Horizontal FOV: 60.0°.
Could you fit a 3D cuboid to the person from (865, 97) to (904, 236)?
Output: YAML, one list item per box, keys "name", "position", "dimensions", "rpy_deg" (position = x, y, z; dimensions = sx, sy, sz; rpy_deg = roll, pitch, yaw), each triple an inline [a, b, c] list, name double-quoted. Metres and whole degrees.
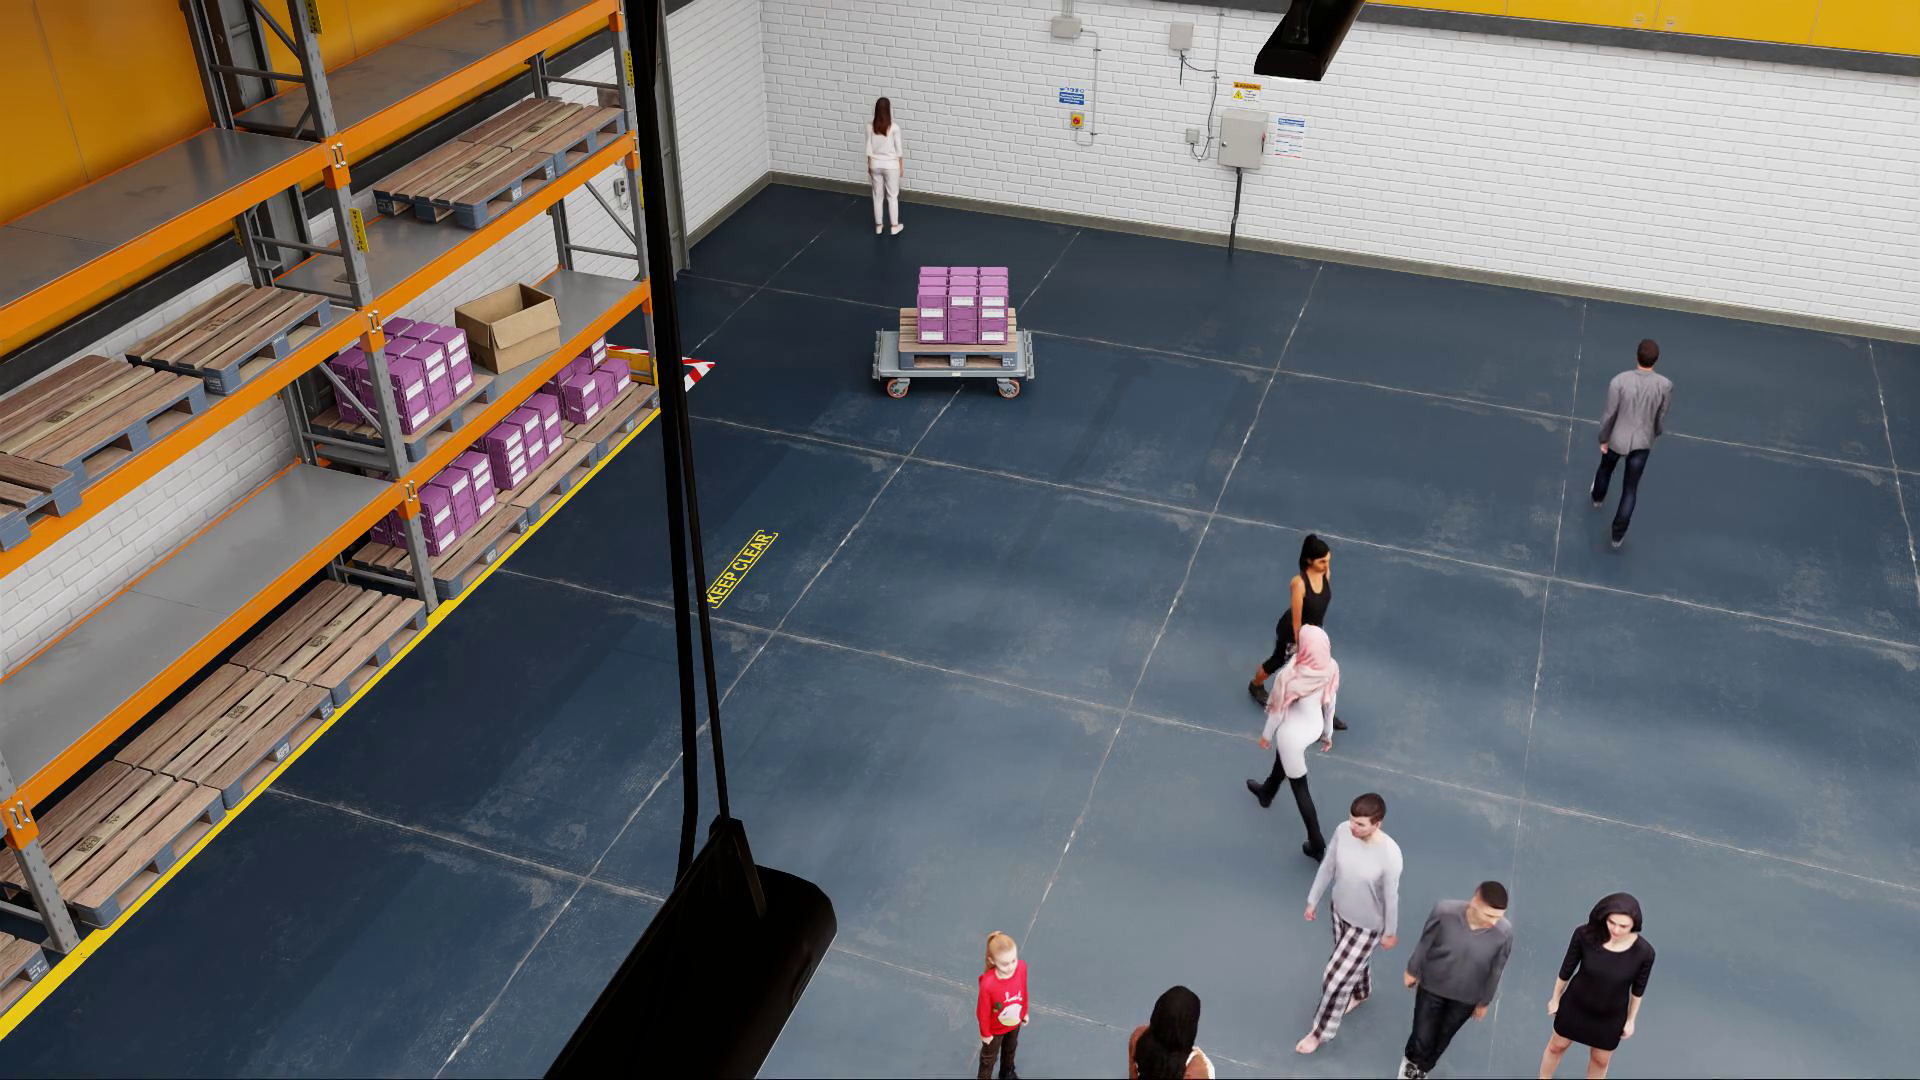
- name: "person"
  position: [-0.913, -4.539, 20.168]
  dimensions: [0.633, 1.688, 0.569]
  rpy_deg: [6, 34, 9]

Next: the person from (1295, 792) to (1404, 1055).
- name: "person"
  position: [2.434, 2.190, 9.921]
  dimensions: [1.109, 1.824, 0.997]
  rpy_deg: [-21, 39, -28]

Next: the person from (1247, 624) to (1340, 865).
- name: "person"
  position: [2.319, 1.388, 11.185]
  dimensions: [1.181, 1.761, 1.186]
  rpy_deg: [-17, 37, -24]

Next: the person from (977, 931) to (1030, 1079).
- name: "person"
  position: [0.244, 2.756, 9.560]
  dimensions: [0.560, 1.281, 0.641]
  rpy_deg: [-23, 40, -30]

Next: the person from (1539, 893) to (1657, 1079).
- name: "person"
  position: [3.532, 2.634, 9.272]
  dimensions: [0.627, 1.803, 0.520]
  rpy_deg: [15, 37, 22]

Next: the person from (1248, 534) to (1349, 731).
- name: "person"
  position: [2.472, 0.646, 12.427]
  dimensions: [1.124, 1.622, 1.016]
  rpy_deg: [-25, 41, -33]

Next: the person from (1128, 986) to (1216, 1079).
- name: "person"
  position: [1.008, 3.089, 8.610]
  dimensions: [1.119, 1.778, 0.967]
  rpy_deg: [-23, 40, -31]

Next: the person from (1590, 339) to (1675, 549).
- name: "person"
  position: [5.819, -0.805, 14.428]
  dimensions: [0.678, 1.823, 1.169]
  rpy_deg: [11, 35, 16]

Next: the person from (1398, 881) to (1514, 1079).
- name: "person"
  position: [2.818, 2.508, 9.517]
  dimensions: [0.683, 1.741, 0.608]
  rpy_deg: [12, 35, 17]
